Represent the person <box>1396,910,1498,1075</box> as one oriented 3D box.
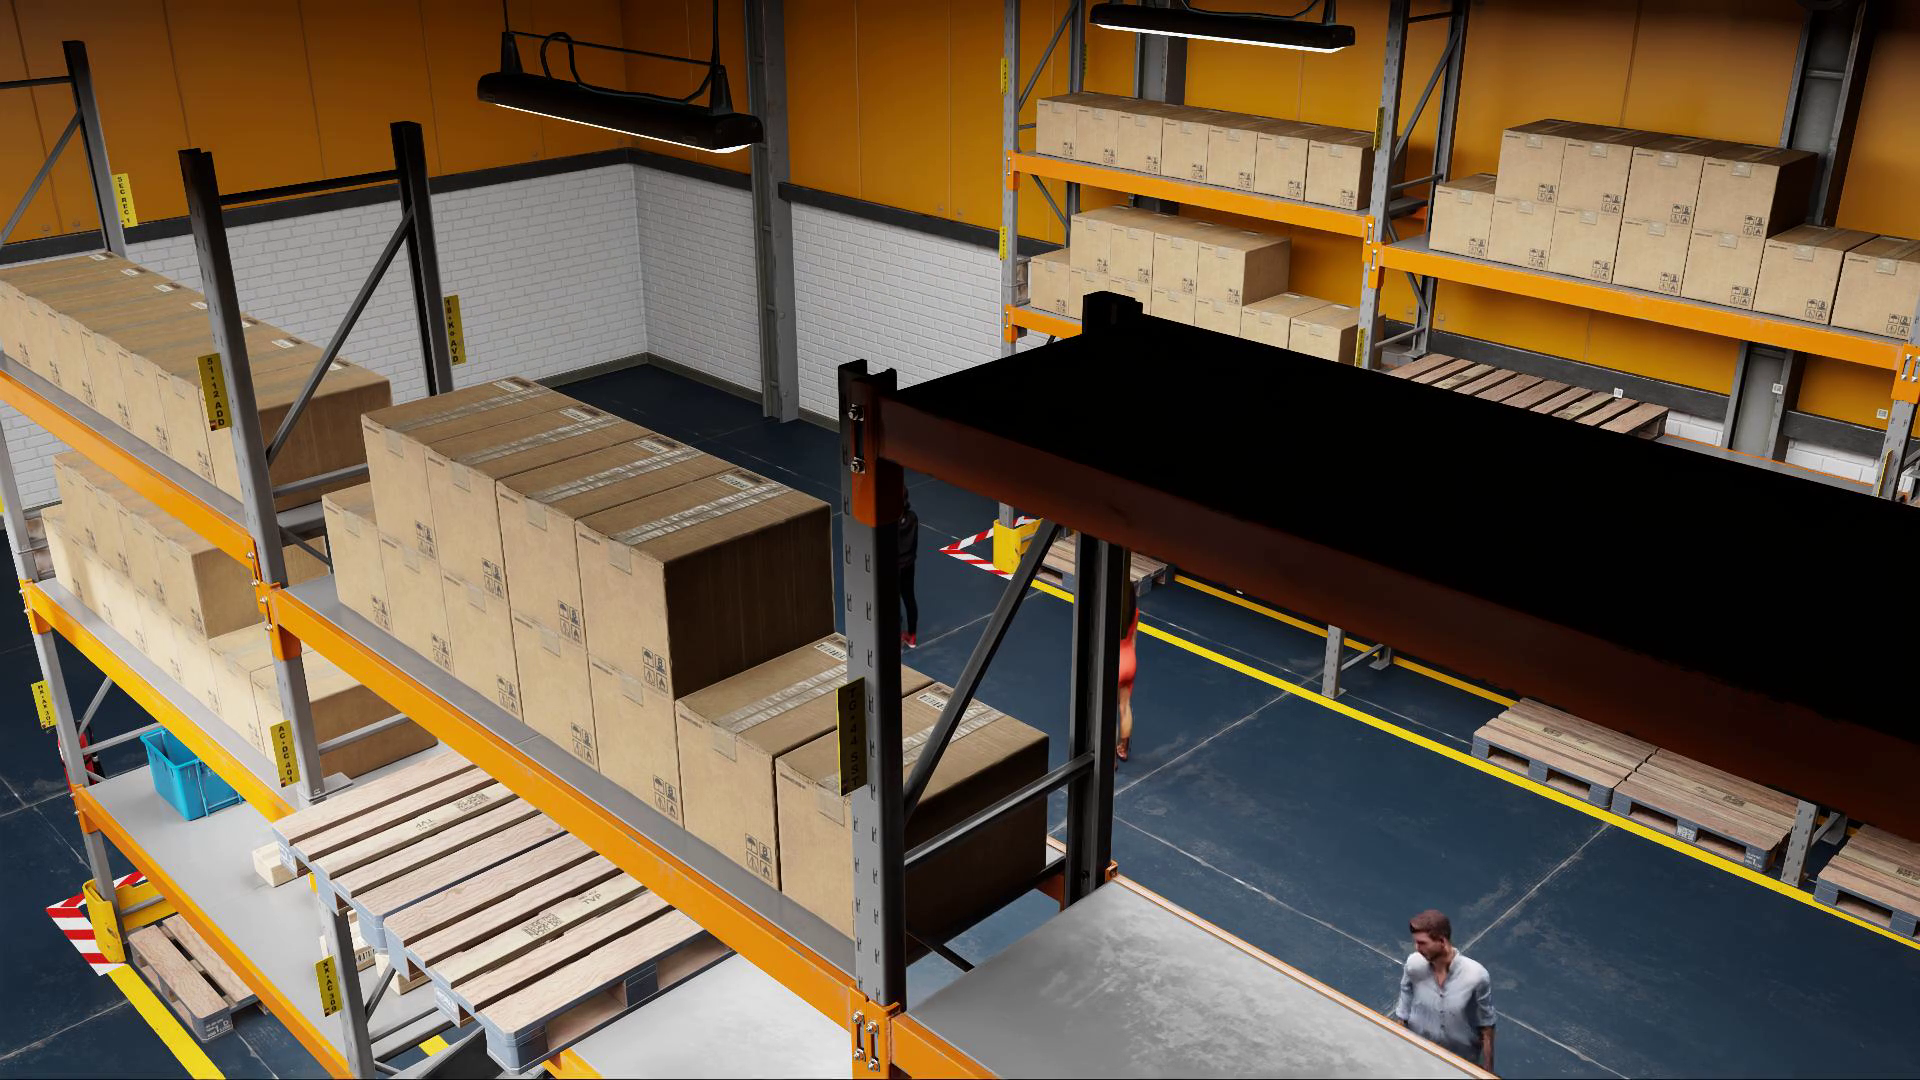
[{"bbox_3d":[2.744,2.861,9.240,0.717,1.815,0.979,4,24,9],"label":"person"}]
